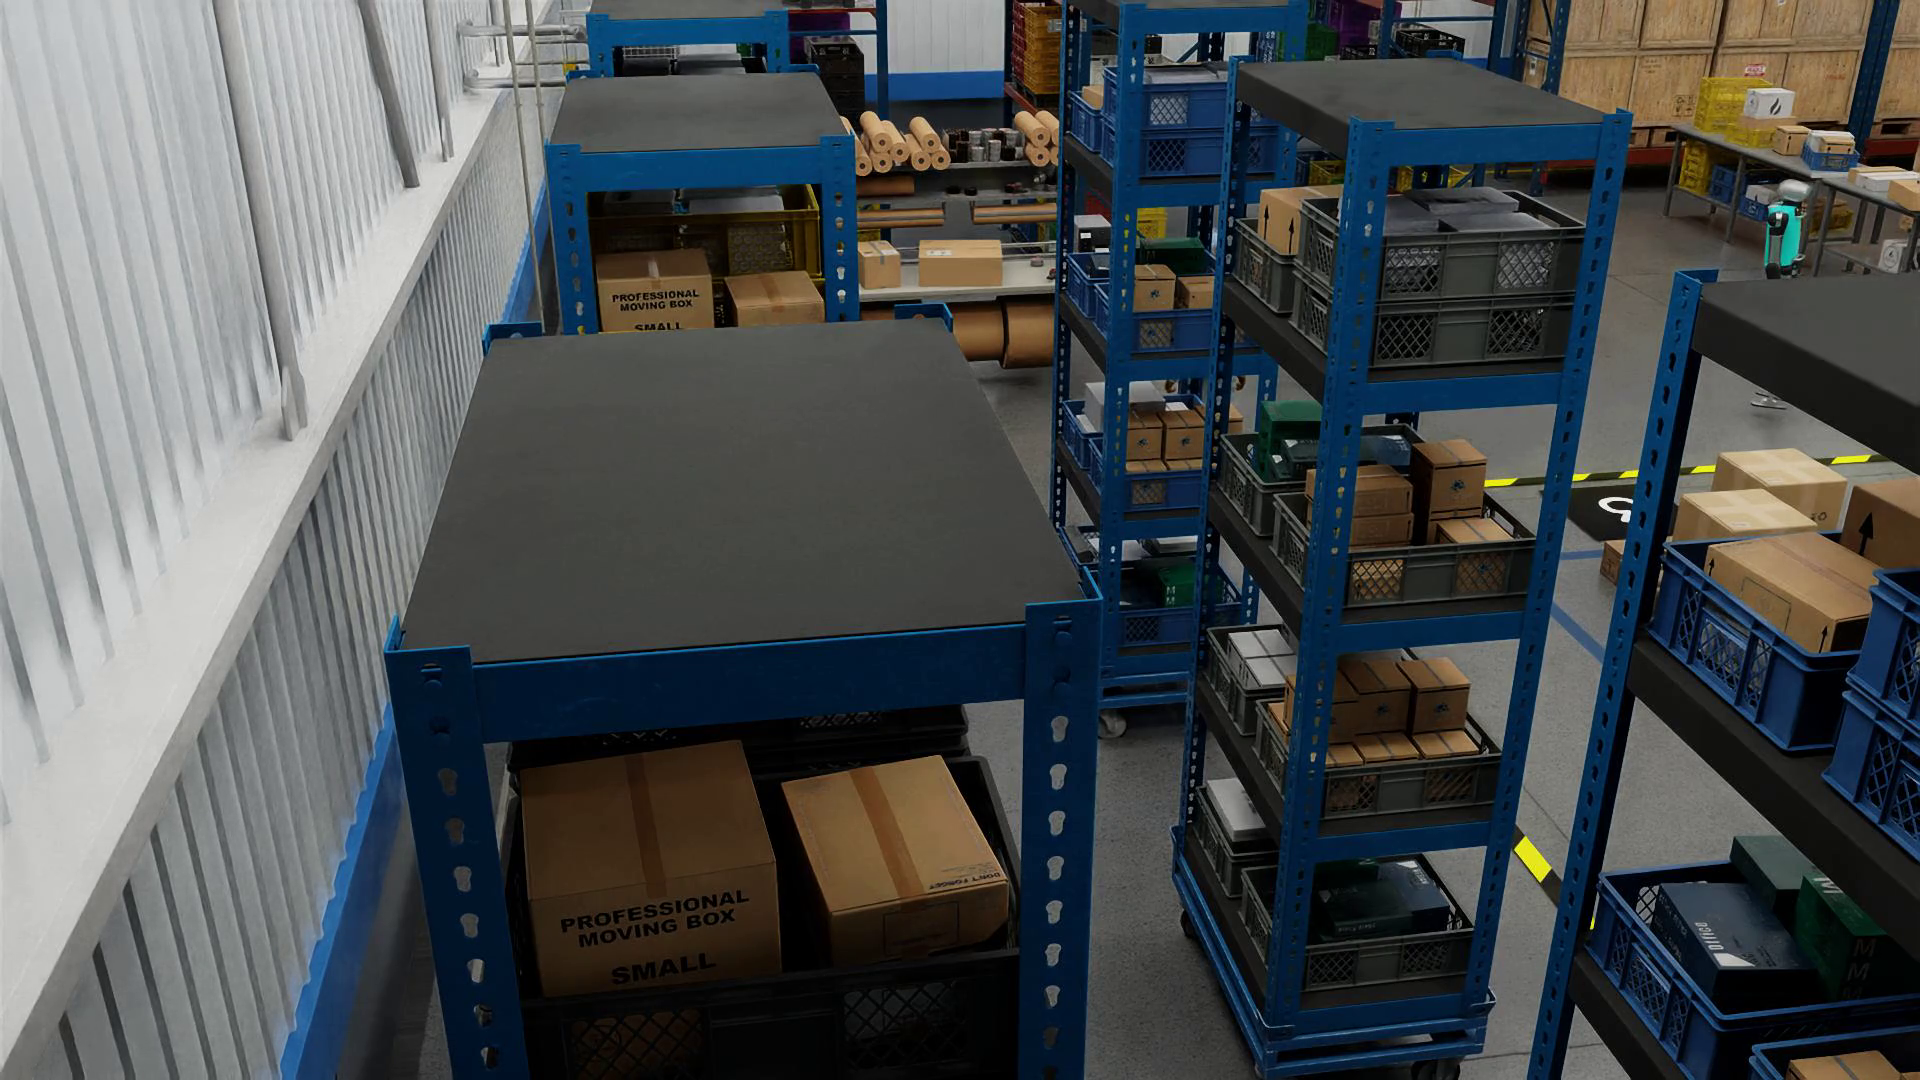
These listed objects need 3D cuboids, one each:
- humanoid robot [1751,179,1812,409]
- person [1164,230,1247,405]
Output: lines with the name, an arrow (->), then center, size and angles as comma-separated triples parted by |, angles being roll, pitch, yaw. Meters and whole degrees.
humanoid robot -> 6.217, -1.775, 12.234 | 0.735, 1.681, 0.533 | 17, 30, 33
person -> 1.608, -1.110, 10.817 | 0.588, 1.852, 0.370 | -5, 25, -10
